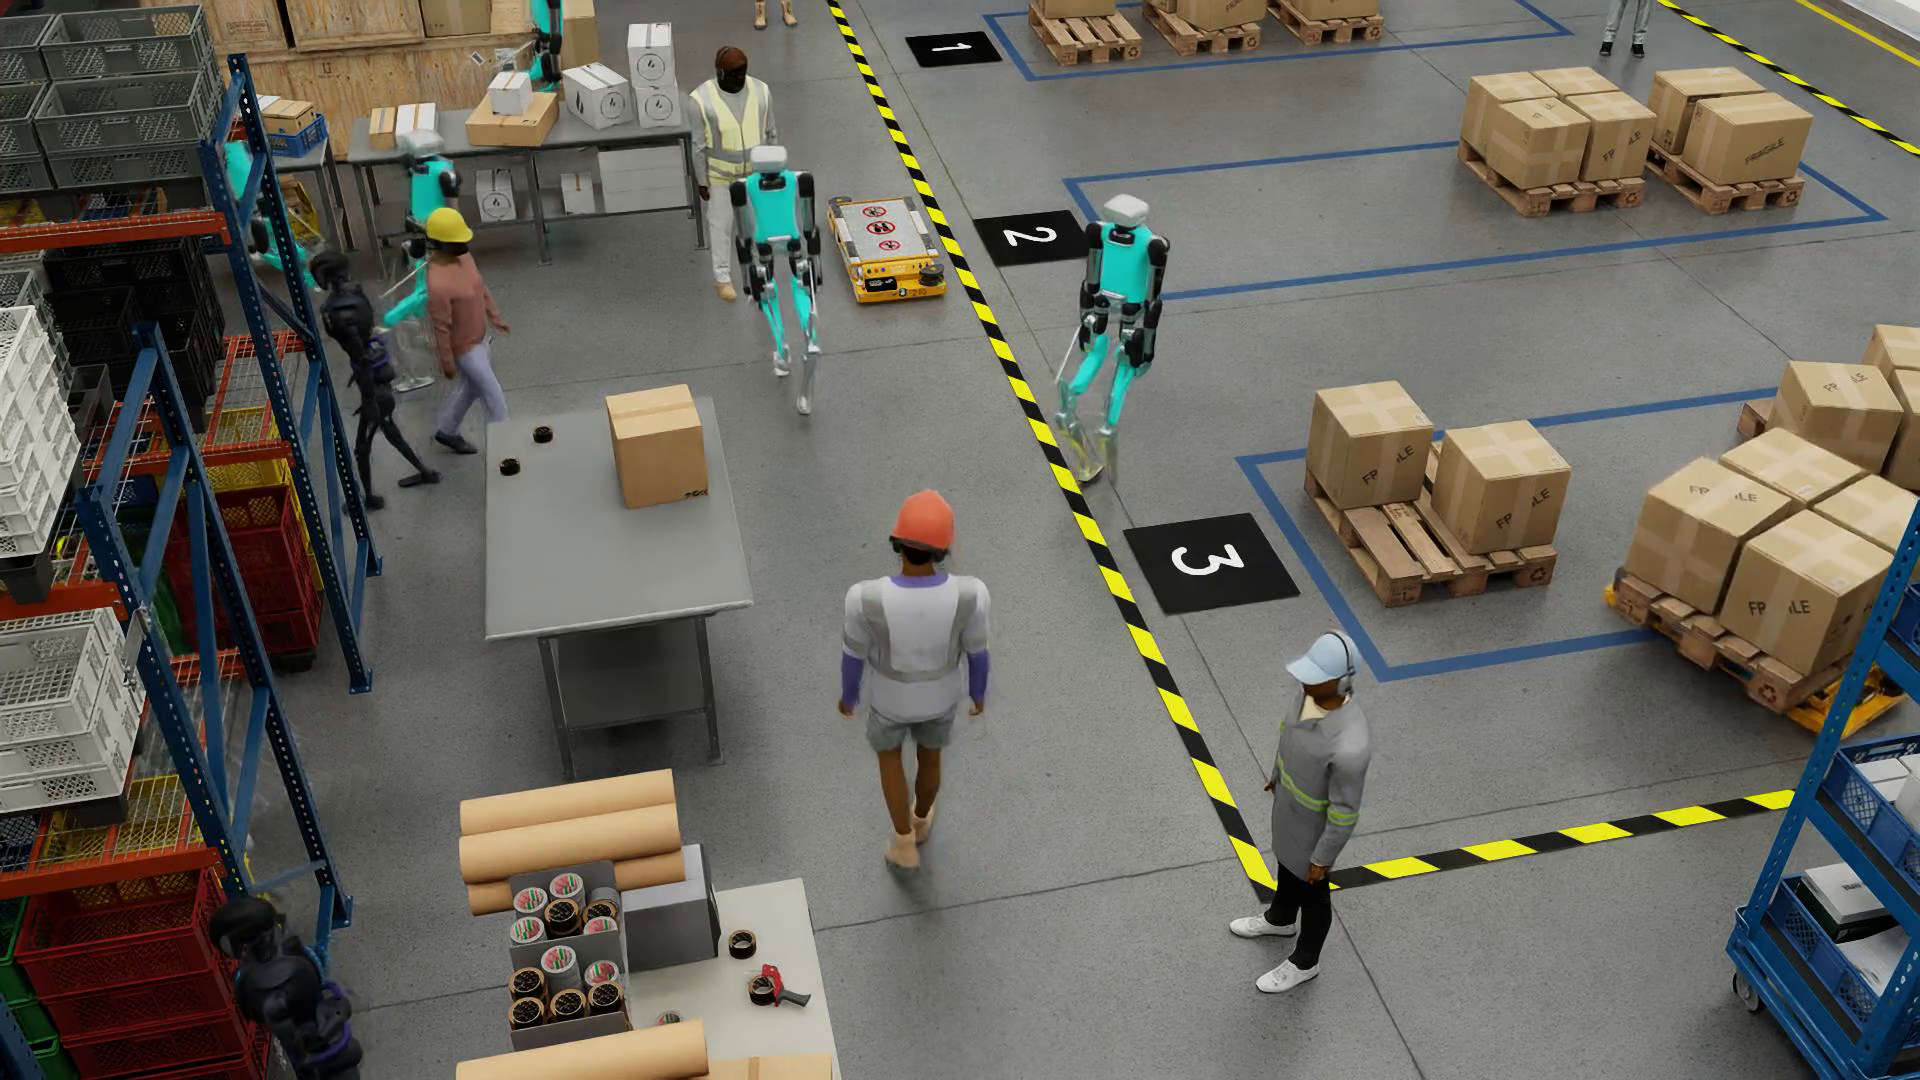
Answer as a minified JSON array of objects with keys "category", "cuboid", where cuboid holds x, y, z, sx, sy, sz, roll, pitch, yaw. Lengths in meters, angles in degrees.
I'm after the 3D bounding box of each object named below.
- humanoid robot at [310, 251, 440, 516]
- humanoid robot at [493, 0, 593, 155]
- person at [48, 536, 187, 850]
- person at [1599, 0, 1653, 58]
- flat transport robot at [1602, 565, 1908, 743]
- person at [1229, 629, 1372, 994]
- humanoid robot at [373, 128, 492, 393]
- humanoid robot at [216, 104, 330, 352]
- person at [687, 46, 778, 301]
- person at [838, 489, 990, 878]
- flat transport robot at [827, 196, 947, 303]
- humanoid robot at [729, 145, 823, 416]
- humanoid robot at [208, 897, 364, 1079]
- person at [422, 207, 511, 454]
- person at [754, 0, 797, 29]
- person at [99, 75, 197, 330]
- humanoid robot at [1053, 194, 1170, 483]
[{"category":"humanoid robot","cuboid":[-3.464,-0.932,9.638,0.614,1.628,0.609,-16,40,-20]},{"category":"humanoid robot","cuboid":[-3.499,-3.860,13.535,1.037,1.740,0.561,-14,39,-19]},{"category":"person","cuboid":[-3.692,0.745,7.226,0.745,1.845,0.558,-7,37,-9]},{"category":"person","cuboid":[6.414,-5.449,15.563,0.589,1.837,0.404,7,37,10]},{"category":"flat transport robot","cuboid":[4.238,0.492,8.870,0.652,0.197,1.431,-23,42,-27]},{"category":"person","cuboid":[1.394,1.096,6.754,0.369,1.852,0.588,-7,37,-9]},{"category":"humanoid robot","cuboid":[-3.517,-1.686,10.598,0.531,1.713,1.009,30,46,34]},{"category":"humanoid robot","cuboid":[-4.531,-2.075,11.094,0.664,1.780,0.539,-5,37,-6]},{"category":"person","cuboid":[-1.561,-2.579,11.712,0.626,1.837,0.430,-15,39,-19]},{"category":"person","cuboid":[-0.200,0.630,7.235,0.641,2.032,0.486,-5,37,-7]},{"category":"flat transport robot","cuboid":[-0.570,-2.220,12.538,0.659,0.231,1.431,-8,37,-10]},{"category":"humanoid robot","cuboid":[-1.097,-1.547,10.421,0.547,1.738,1.042,-7,37,-10]},{"category":"humanoid robot","cuboid":[-2.284,1.834,5.916,0.462,1.633,0.586,-17,40,-21]},{"category":"person","cuboid":[-2.937,-1.195,9.926,0.756,1.737,0.524,2,37,3]},{"category":"person","cuboid":[-1.838,-6.010,16.145,0.604,2.046,0.373,-7,37,-10]},{"category":"person","cuboid":[-5.501,-2.263,11.274,0.507,1.846,0.346,29,45,33]},{"category":"humanoid robot","cuboid":[0.812,-1.046,9.810,0.550,1.864,0.802,23,43,28]}]
